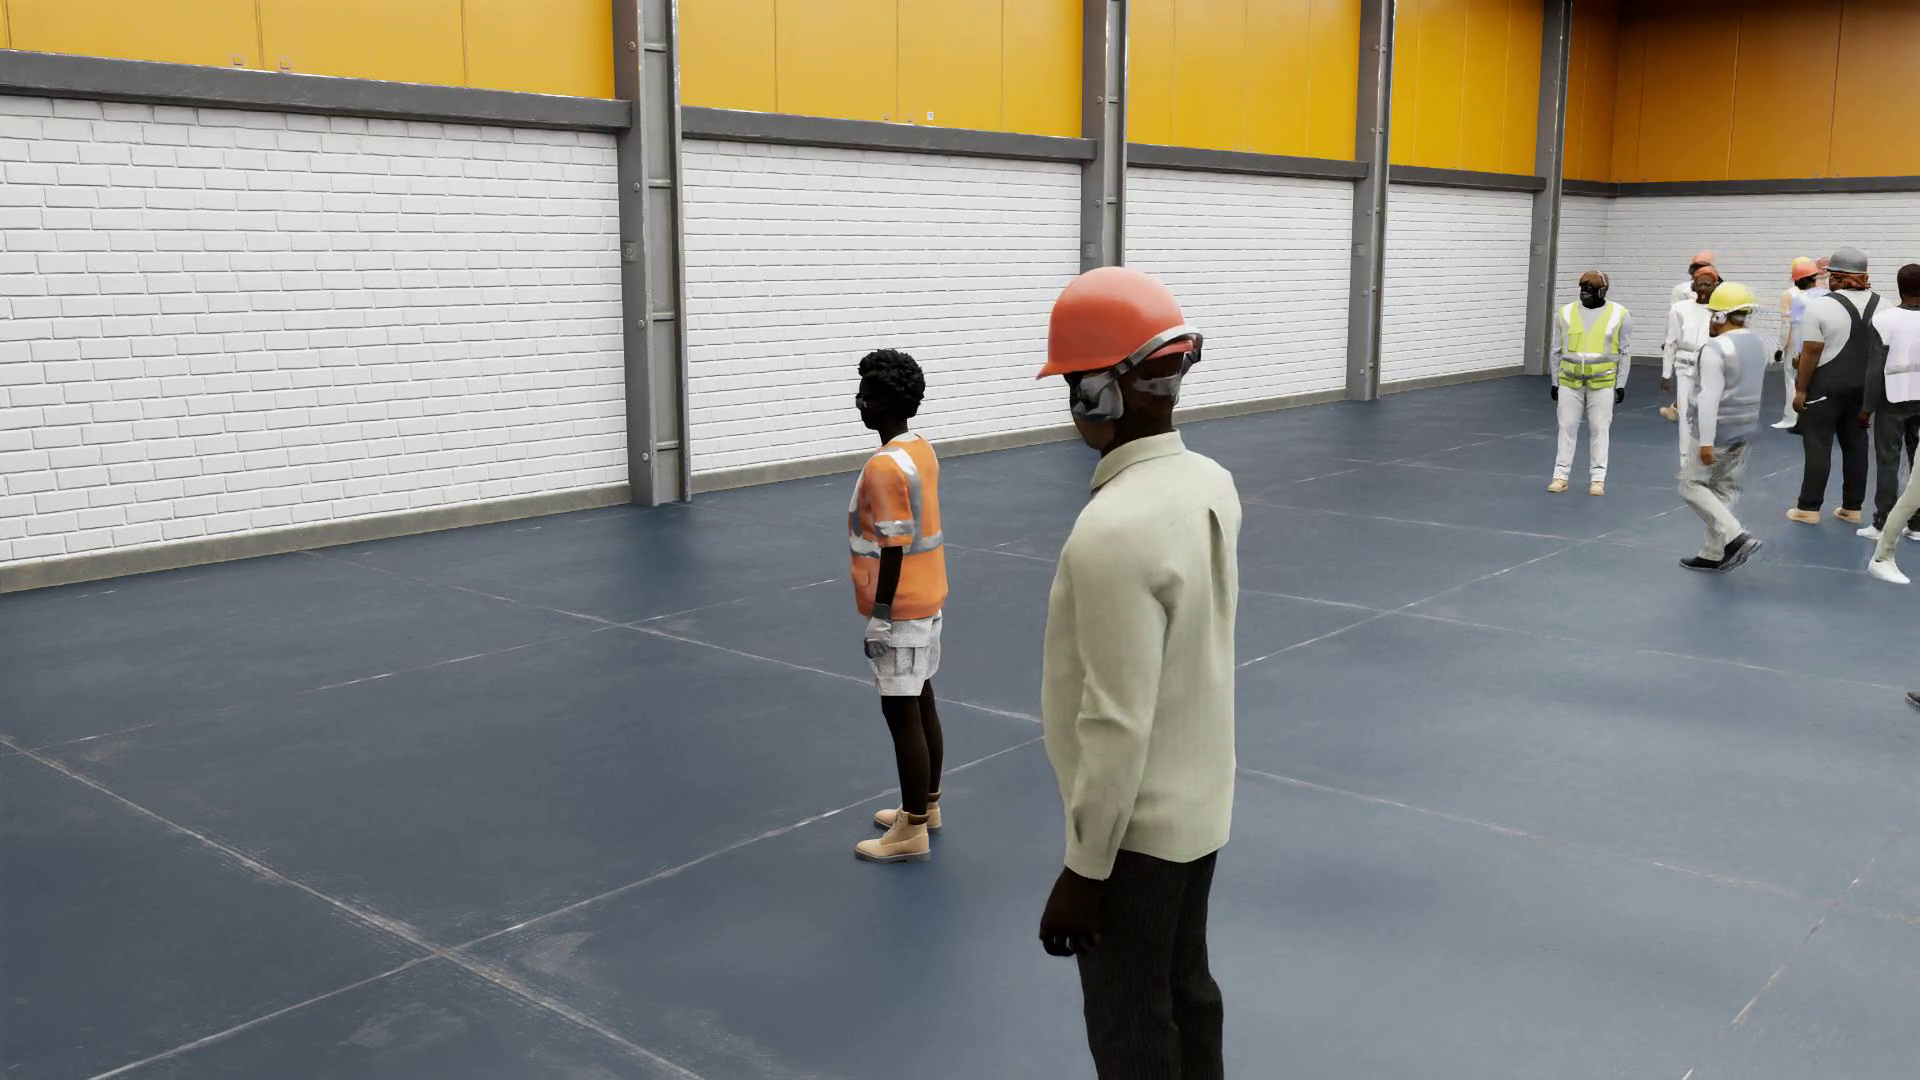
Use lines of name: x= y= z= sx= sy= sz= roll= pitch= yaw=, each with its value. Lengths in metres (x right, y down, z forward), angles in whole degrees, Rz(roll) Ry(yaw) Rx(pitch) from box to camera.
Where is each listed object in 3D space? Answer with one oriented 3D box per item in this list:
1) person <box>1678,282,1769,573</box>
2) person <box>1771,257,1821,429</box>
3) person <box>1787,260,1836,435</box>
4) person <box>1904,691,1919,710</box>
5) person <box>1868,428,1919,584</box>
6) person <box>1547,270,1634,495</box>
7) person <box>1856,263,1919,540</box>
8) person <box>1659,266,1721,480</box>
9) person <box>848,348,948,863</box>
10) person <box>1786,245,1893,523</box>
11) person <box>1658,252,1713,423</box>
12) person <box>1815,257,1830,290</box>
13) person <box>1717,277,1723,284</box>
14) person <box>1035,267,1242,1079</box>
person: x=4.721 y=-0.670 z=10.232 sx=0.597 sy=1.817 sz=0.495 roll=-6 pitch=12 yaw=-30
person: x=9.369 y=-2.193 z=18.595 sx=0.591 sy=1.923 sz=0.382 roll=-3 pitch=10 yaw=-17
person: x=9.163 y=-2.044 z=17.818 sx=0.588 sy=1.903 sz=0.663 roll=-2 pitch=10 yaw=-9
person: x=4.437 y=-0.047 z=6.795 sx=0.585 sy=1.792 sz=0.946 roll=-6 pitch=12 yaw=-33
person: x=5.799 y=-0.584 z=9.761 sx=0.517 sy=1.819 sz=0.971 roll=-2 pitch=10 yaw=-13
person: x=5.169 y=-1.288 z=13.691 sx=0.624 sy=1.841 sz=0.430 roll=6 pitch=12 yaw=32
person: x=6.539 y=-0.943 z=11.504 sx=0.591 sy=1.916 sz=0.383 roll=0 pitch=10 yaw=-1
person: x=6.432 y=-1.443 z=14.490 sx=0.592 sy=1.874 sz=0.422 roll=8 pitch=13 yaw=38
person: x=-0.208 y=0.218 z=5.517 sx=0.317 sy=1.695 sz=0.540 roll=2 pitch=10 yaw=11
person: x=6.452 y=-1.141 z=12.277 sx=0.688 sy=2.000 sz=0.539 roll=-1 pitch=10 yaw=-6
person: x=8.331 y=-2.267 z=18.888 sx=0.602 sy=1.974 sz=1.068 roll=-2 pitch=10 yaw=-9
person: x=11.123 y=-2.695 z=21.526 sx=0.639 sy=1.904 sz=0.409 roll=8 pitch=12 yaw=37
person: x=9.197 y=-2.402 z=20.460 sx=0.565 sy=1.675 sz=0.506 roll=0 pitch=10 yaw=-2
person: x=0.311 y=0.504 z=3.063 sx=0.392 sy=1.988 sz=0.608 roll=5 pitch=11 yaw=25
